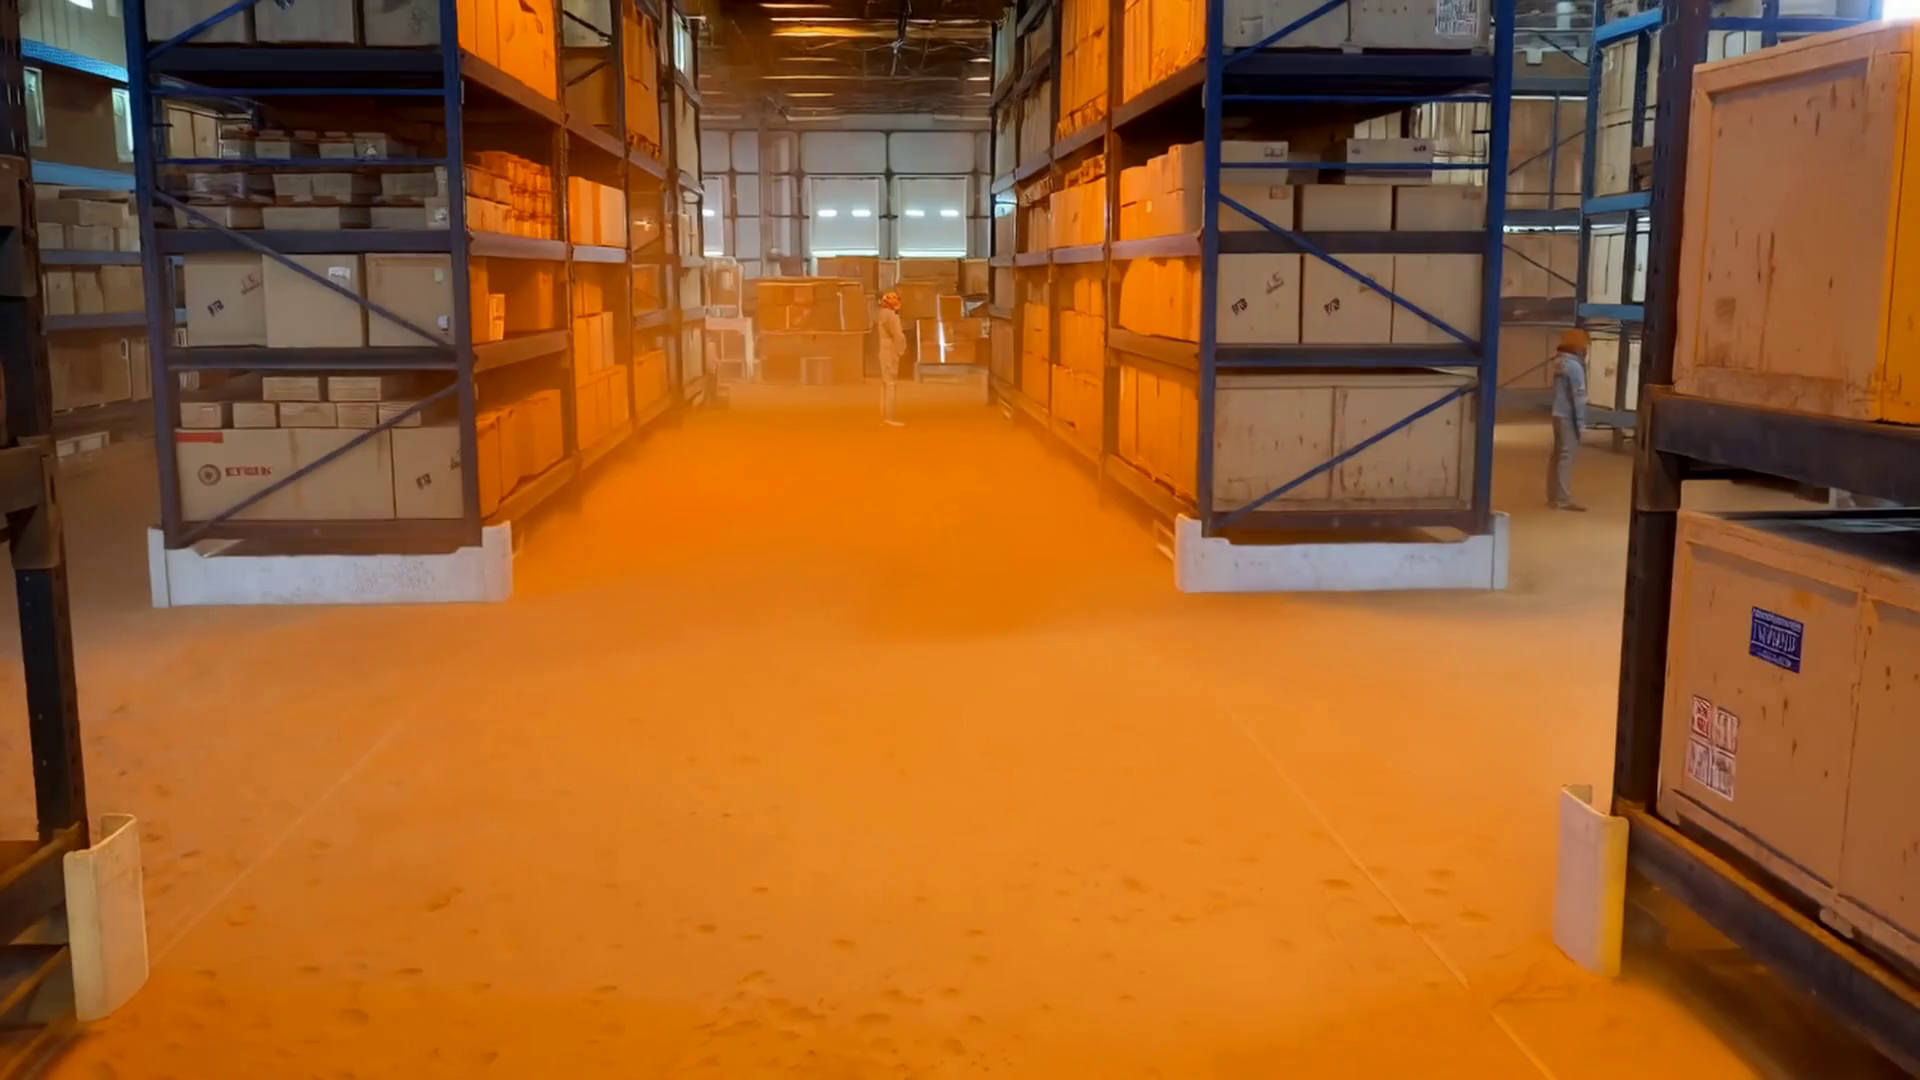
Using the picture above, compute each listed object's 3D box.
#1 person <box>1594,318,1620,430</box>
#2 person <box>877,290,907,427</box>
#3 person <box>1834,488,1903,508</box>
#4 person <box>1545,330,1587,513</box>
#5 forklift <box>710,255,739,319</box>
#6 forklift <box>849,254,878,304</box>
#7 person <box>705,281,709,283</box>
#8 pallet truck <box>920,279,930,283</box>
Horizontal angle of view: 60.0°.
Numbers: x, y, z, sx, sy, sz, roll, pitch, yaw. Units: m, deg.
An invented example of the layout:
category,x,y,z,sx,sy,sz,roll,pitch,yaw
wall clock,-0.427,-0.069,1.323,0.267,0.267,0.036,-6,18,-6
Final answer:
category,x,y,z,sx,sy,sz,roll,pitch,yaw
person,8.899,-2.322,22.793,0.308,1.640,0.510,-1,9,-4
person,-0.955,-2.549,23.384,0.409,1.909,0.640,-1,9,-4
person,5.053,-0.275,9.293,0.390,1.846,0.564,-1,9,-4
person,5.449,-1.061,14.895,0.284,1.633,0.497,-1,9,-4
forklift,-8.368,-8.713,59.038,1.129,2.768,1.873,-1,9,-4
forklift,-3.281,-8.370,56.884,1.129,2.768,1.873,-5,11,-30
person,-9.437,-8.731,62.263,0.356,1.887,0.573,-1,9,-4
pallet truck,-0.932,-8.922,63.114,1.885,1.965,0.823,2,9,13
